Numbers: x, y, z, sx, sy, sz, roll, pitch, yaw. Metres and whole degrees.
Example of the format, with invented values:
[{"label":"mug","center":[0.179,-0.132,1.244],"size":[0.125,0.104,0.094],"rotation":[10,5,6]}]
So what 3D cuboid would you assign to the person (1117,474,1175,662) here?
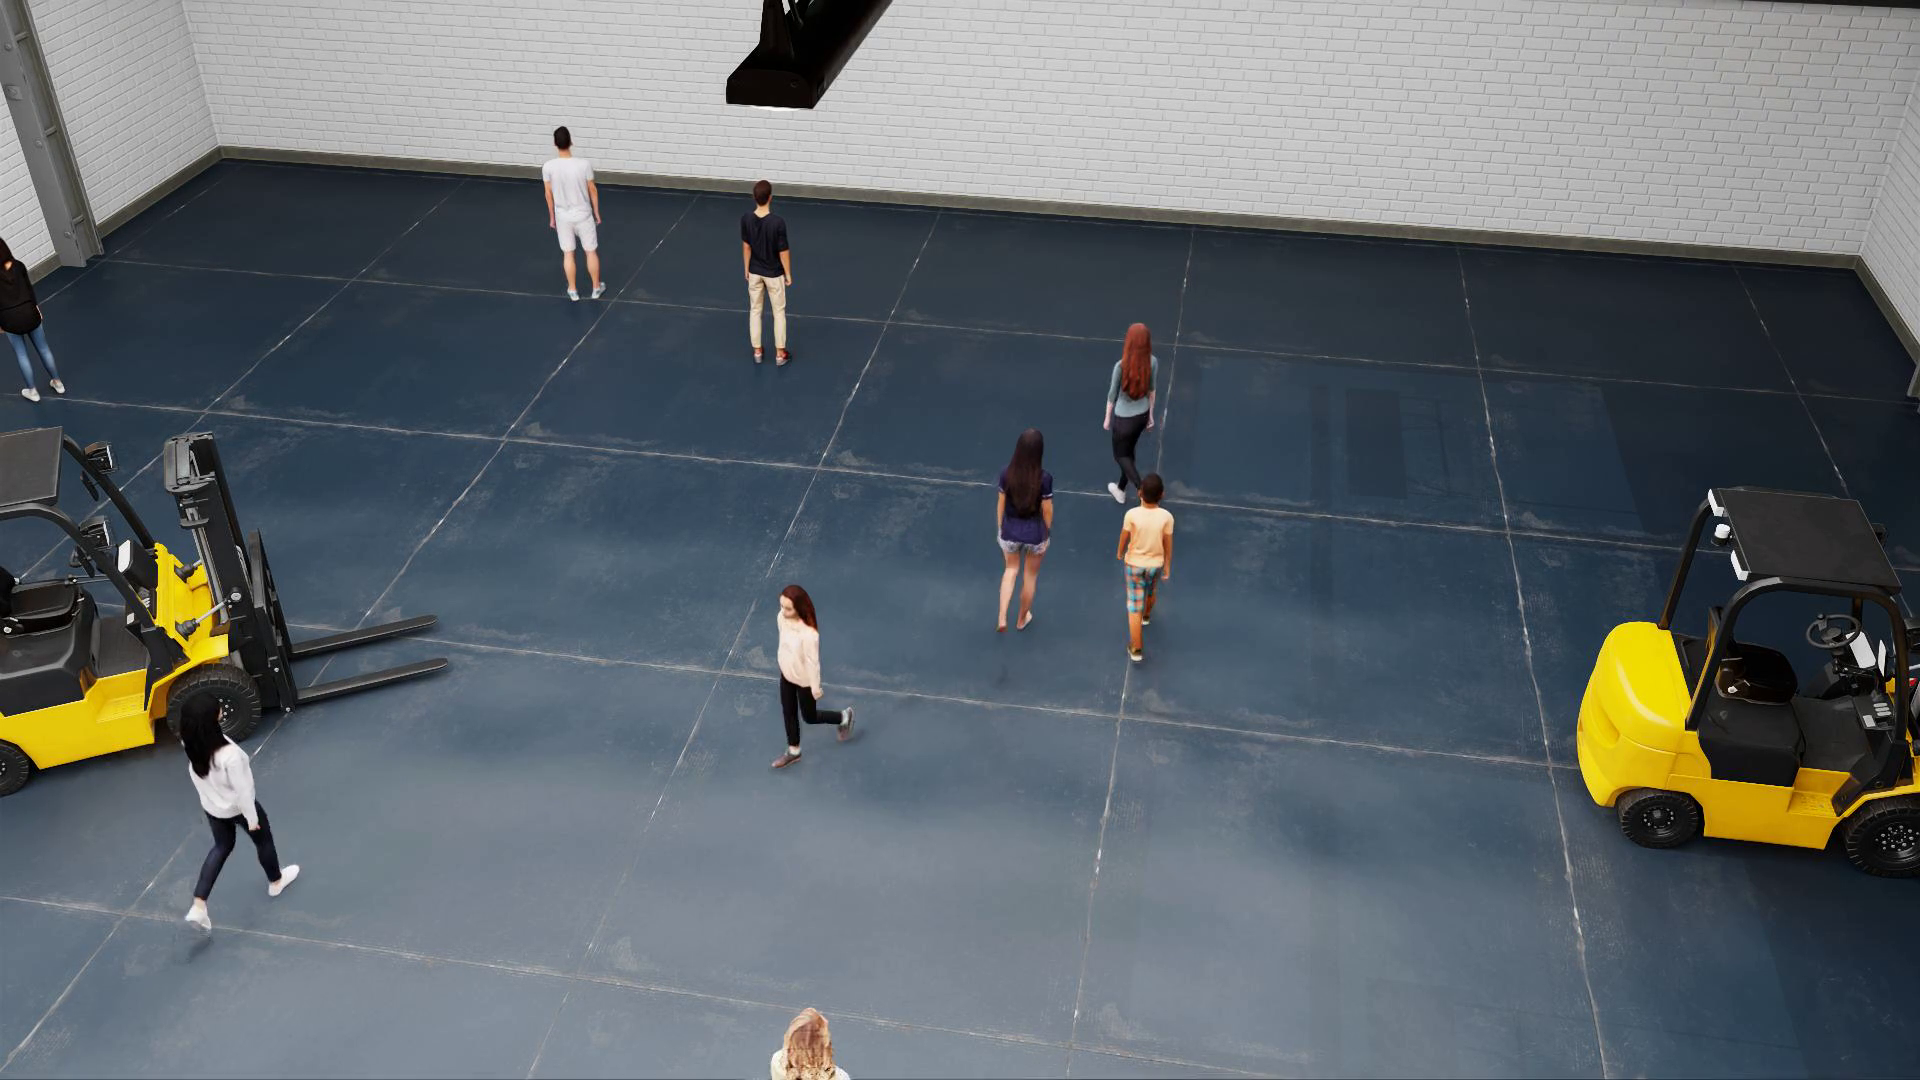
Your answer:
[{"label":"person","center":[1.367,0.229,12.314],"size":[0.691,1.428,1.022],"rotation":[-3,34,-4]}]

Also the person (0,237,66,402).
[{"label":"person","center":[-8.850,-2.108,15.636],"size":[0.623,1.643,0.702],"rotation":[-28,43,-35]}]

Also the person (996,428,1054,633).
[{"label":"person","center":[0.461,0.012,12.348],"size":[0.623,1.752,0.793],"rotation":[10,35,14]}]

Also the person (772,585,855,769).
[{"label":"person","center":[-1.030,0.894,11.279],"size":[0.962,1.466,0.865],"rotation":[-26,42,-34]}]

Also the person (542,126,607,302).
[{"label":"person","center":[-4.044,-3.405,17.398],"size":[0.753,1.852,0.689],"rotation":[-6,34,-8]}]

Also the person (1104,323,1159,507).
[{"label":"person","center":[1.451,-0.956,13.828],"size":[0.943,1.727,1.063],"rotation":[-15,37,-22]}]

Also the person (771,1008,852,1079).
[{"label":"person","center":[-0.719,2.961,7.963],"size":[0.988,1.696,1.215],"rotation":[24,40,31]}]

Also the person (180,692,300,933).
[{"label":"person","center":[-4.450,1.635,9.971],"size":[0.777,1.681,1.064],"rotation":[14,36,20]}]

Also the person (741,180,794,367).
[{"label":"person","center":[-1.884,-2.590,16.171],"size":[0.634,1.854,0.547],"rotation":[7,34,11]}]
